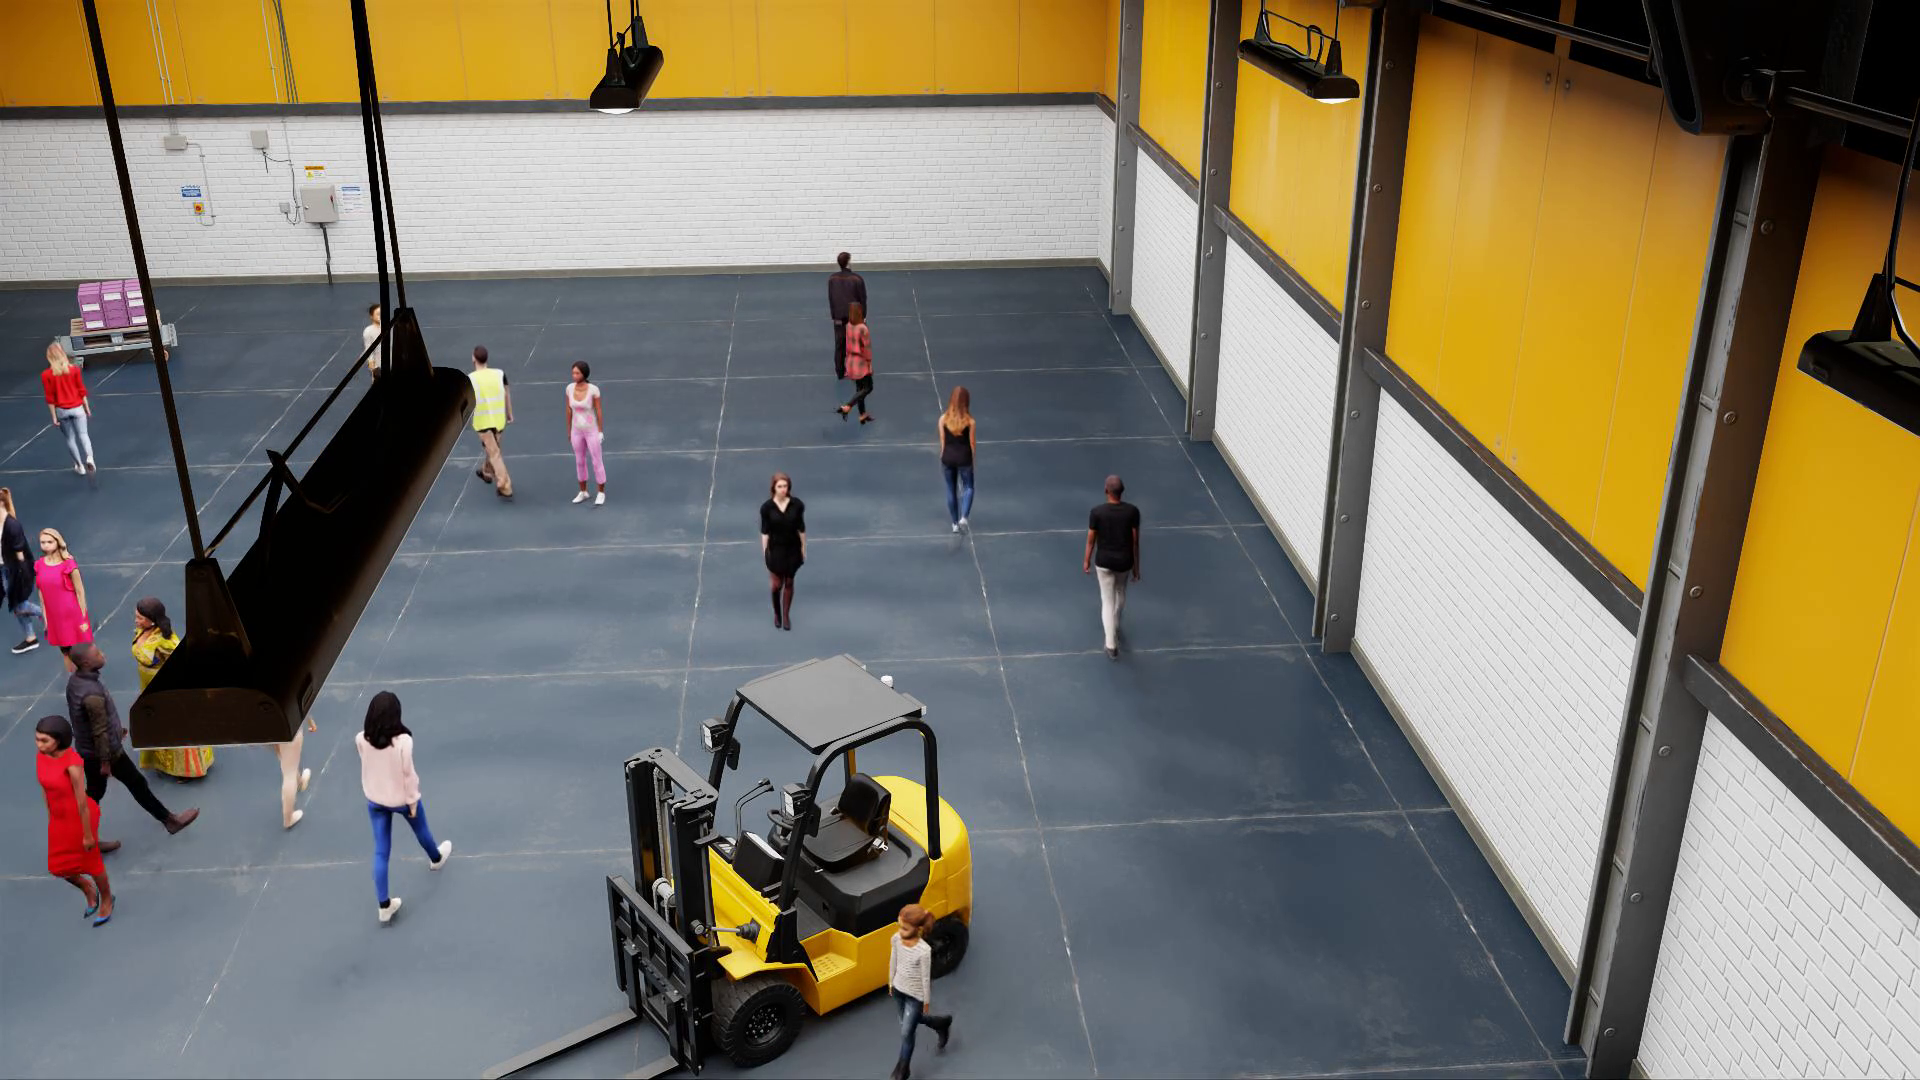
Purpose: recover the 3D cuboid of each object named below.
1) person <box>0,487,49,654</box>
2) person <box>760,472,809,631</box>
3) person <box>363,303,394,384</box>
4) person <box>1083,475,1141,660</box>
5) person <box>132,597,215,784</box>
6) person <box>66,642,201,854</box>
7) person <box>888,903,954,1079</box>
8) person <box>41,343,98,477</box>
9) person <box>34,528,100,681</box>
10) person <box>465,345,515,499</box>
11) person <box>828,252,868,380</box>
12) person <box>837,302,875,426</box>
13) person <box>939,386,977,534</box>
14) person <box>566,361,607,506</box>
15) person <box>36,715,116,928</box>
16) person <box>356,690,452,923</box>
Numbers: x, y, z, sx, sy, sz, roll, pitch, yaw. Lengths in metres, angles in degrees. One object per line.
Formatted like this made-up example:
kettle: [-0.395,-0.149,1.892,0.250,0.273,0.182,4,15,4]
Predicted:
person: [-9.023,0.276,16.024,0.840,1.676,0.906,13,27,28]
person: [-1.757,0.089,16.429,0.645,1.694,0.656,-7,25,-16]
person: [-7.510,-2.204,21.544,0.821,1.798,0.767,20,30,38]
person: [1.486,0.289,15.874,0.665,1.771,1.020,-2,24,-4]
person: [-6.624,1.225,13.877,1.002,1.656,1.047,16,28,33]
person: [-6.668,1.642,12.750,1.152,1.796,1.163,-19,30,-37]
person: [-0.266,2.856,10.590,0.826,1.301,0.859,20,31,38]
person: [-10.764,-1.526,20.135,0.934,1.686,1.067,-18,29,-35]
person: [-8.065,0.680,15.036,0.616,1.728,0.600,3,24,6]
person: [-5.515,-1.353,19.601,1.165,1.795,1.296,-20,31,-38]
person: [-1.611,-3.203,23.778,0.780,1.839,0.693,6,24,13]
person: [-1.374,-2.281,21.855,0.957,1.690,0.936,-20,30,-37]
person: [-0.043,-0.846,18.552,0.695,1.706,0.861,5,24,11]
person: [-4.371,-1.257,19.448,0.636,1.741,0.597,4,24,10]
person: [-6.320,2.002,12.007,0.704,1.731,0.731,8,25,18]
person: [-4.180,1.966,12.110,0.825,1.714,1.187,4,24,8]
